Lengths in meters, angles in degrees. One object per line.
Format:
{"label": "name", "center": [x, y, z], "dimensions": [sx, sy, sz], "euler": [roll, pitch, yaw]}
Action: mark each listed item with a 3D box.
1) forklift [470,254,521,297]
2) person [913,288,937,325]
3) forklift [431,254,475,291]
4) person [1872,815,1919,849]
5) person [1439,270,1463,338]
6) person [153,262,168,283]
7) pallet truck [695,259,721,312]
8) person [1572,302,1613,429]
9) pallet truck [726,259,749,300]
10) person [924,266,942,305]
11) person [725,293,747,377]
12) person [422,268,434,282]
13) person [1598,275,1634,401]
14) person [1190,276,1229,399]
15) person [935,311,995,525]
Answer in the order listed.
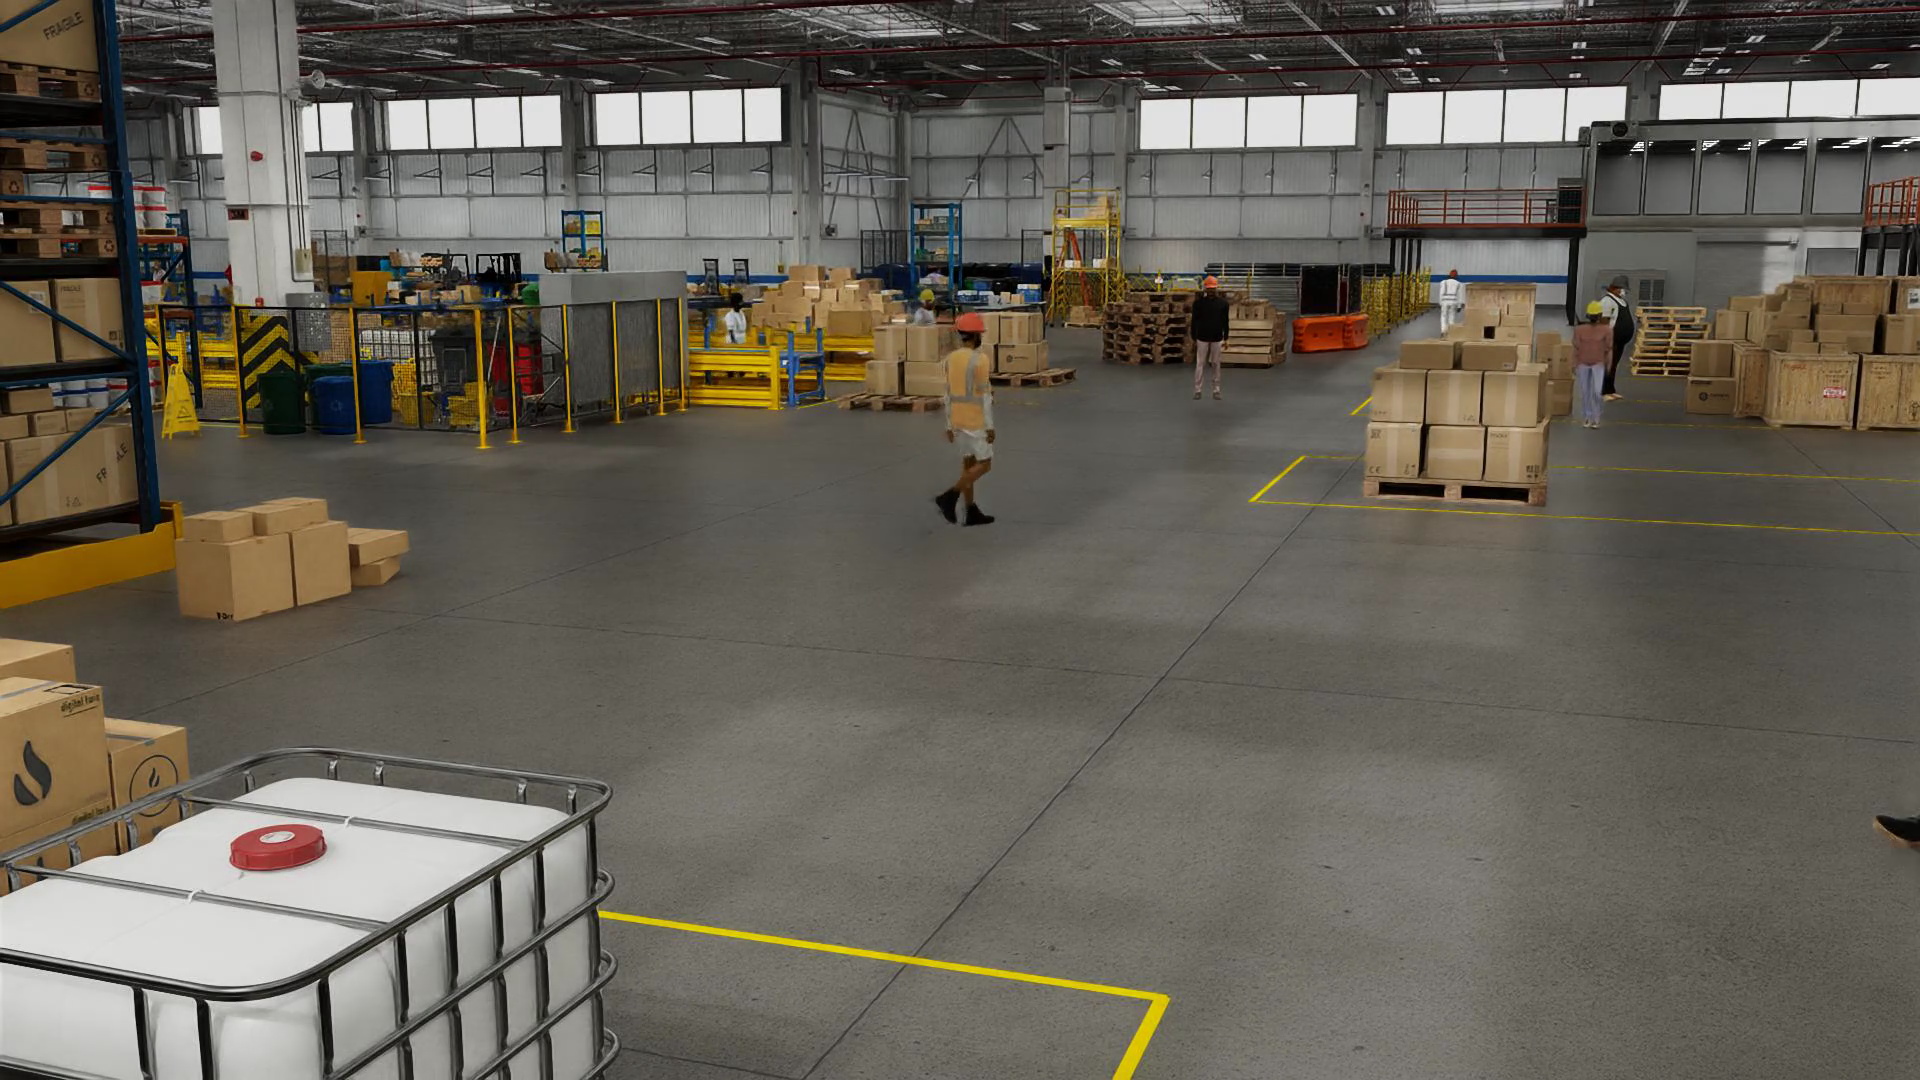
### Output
{"label": "forklift", "center": [-17.990, -10.121, 64.684], "dimensions": [1.157, 1.987, 2.680], "euler": [3, 11, 17]}
{"label": "person", "center": [-0.613, -3.167, 26.935], "dimensions": [0.737, 1.807, 0.599], "euler": [3, 10, 16]}
{"label": "forklift", "center": [-20.133, -10.254, 65.465], "dimensions": [1.157, 1.987, 2.680], "euler": [3, 11, 19]}
{"label": "person", "center": [4.376, 0.377, 6.699], "dimensions": [1.022, 1.917, 0.608], "euler": [5, 11, 27]}
{"label": "person", "center": [13.029, -6.246, 44.180], "dimensions": [0.609, 1.839, 0.588], "euler": [2, 10, 8]}
{"label": "person", "center": [-27.654, -8.638, 57.463], "dimensions": [0.655, 1.906, 0.407], "euler": [6, 12, 29]}
{"label": "pallet truck", "center": [-9.165, -9.627, 62.776], "dimensions": [0.823, 1.965, 1.885], "euler": [4, 11, 23]}
{"label": "person", "center": [8.553, -2.354, 22.566], "dimensions": [0.516, 1.726, 0.863], "euler": [6, 12, 31]}
{"label": "pallet truck", "center": [-7.986, -9.493, 62.019], "dimensions": [0.823, 1.965, 1.885], "euler": [3, 11, 17]}
{"label": "person", "center": [-0.789, -7.273, 49.517], "dimensions": [0.623, 2.007, 0.998], "euler": [-7, 12, -33]}
{"label": "person", "center": [-3.790, -3.359, 28.358], "dimensions": [0.431, 1.683, 0.536], "euler": [5, 11, 24]}
{"label": "person", "center": [-19.410, -9.191, 60.772], "dimensions": [0.403, 1.837, 0.590], "euler": [-7, 12, -35]}
{"label": "person", "center": [10.561, -3.257, 26.777], "dimensions": [0.536, 2.000, 0.680], "euler": [9, 14, 42]}
{"label": "person", "center": [4.052, -3.268, 26.969], "dimensions": [0.622, 1.992, 0.394], "euler": [1, 10, 5]}
{"label": "person", "center": [0.046, -1.051, 14.685], "dimensions": [0.632, 1.925, 0.557], "euler": [-8, 13, -37]}
